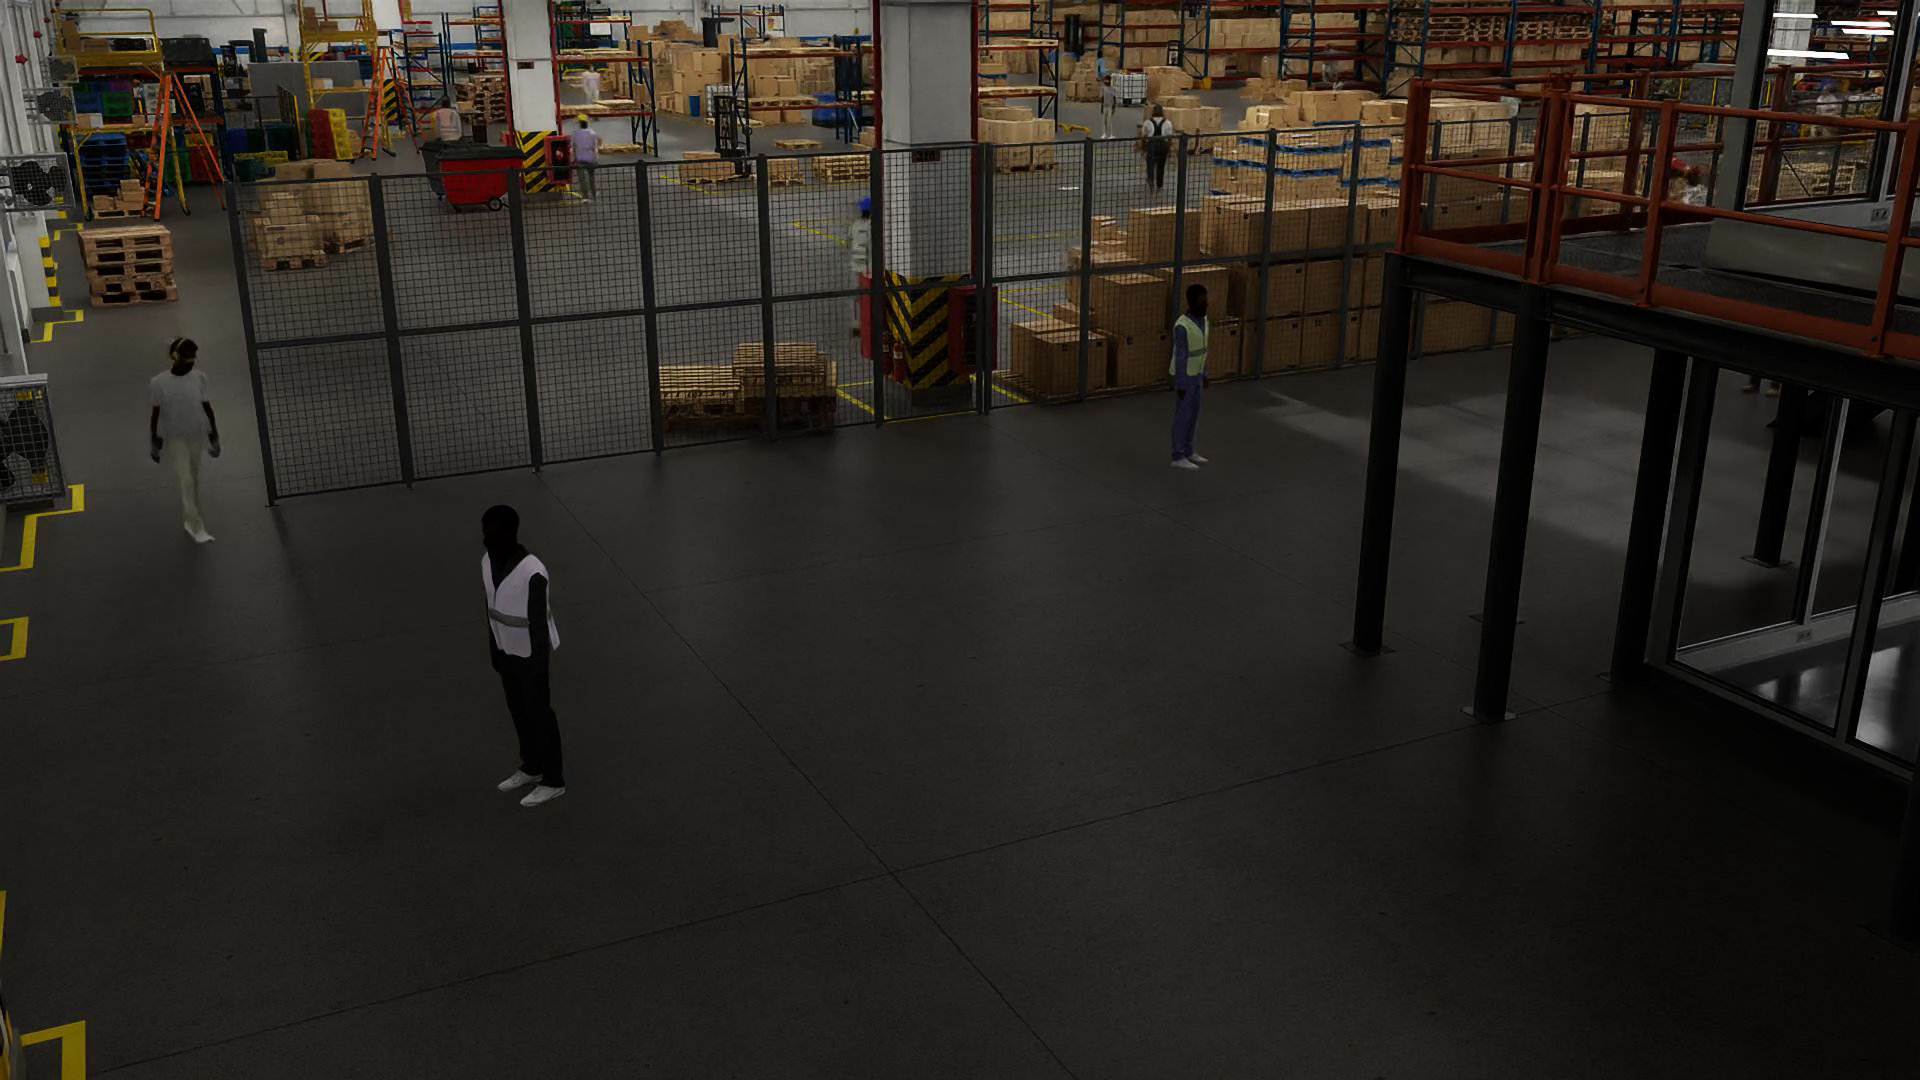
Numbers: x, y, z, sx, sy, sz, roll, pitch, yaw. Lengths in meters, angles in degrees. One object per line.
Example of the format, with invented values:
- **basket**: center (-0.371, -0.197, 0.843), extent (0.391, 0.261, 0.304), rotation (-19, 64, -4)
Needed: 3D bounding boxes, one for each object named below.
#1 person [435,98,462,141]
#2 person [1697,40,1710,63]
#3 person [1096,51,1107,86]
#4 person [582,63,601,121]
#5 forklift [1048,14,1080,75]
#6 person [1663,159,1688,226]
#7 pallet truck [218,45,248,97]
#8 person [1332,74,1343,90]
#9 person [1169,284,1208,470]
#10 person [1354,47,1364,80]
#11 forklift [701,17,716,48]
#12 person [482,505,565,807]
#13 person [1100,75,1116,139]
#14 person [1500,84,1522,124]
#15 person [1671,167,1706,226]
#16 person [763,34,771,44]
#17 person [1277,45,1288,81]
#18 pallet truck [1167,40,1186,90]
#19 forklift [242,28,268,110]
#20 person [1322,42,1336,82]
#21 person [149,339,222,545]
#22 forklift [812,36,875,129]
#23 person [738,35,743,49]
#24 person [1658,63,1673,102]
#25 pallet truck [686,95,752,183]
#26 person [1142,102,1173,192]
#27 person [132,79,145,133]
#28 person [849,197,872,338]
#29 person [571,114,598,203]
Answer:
- **person**: center (-12.816, -10.153, 41.693), extent (0.637, 1.826, 0.696), rotation (4, 19, 10)
- **person**: center (34.314, -22.239, 76.794), extent (0.923, 1.786, 0.611), rotation (-10, 21, -27)
- **person**: center (5.715, -19.131, 67.991), extent (0.887, 1.643, 0.545), rotation (11, 22, 28)
- **person**: center (-12.292, -14.965, 55.500), extent (0.640, 1.927, 0.669), rotation (-12, 22, -30)
- **forklift**: center (5.198, -23.200, 77.924), extent (1.873, 2.768, 1.129), rotation (-9, 21, -25)
- **person**: center (11.965, -5.395, 27.796), extent (0.560, 1.889, 0.971), rotation (-17, 25, -41)
- **pallet truck**: center (-28.879, -18.665, 66.111), extent (0.823, 1.965, 1.885), rotation (-3, 19, -9)
- **person**: center (12.237, -14.276, 53.945), extent (0.319, 1.629, 0.507), rotation (-6, 20, -18)
- **person**: center (2.340, -1.670, 16.986), extent (0.396, 1.913, 0.591), rotation (11, 22, 30)
- **person**: center (17.179, -20.366, 71.506), extent (0.358, 1.683, 0.540), rotation (-9, 21, -25)
- **forklift**: center (-10.921, -21.323, 72.480), extent (1.873, 2.768, 1.129), rotation (-9, 21, -25)
- **person**: center (-2.669, 0.687, 10.154), extent (0.584, 1.911, 0.391), rotation (16, 25, 39)
- **person**: center (4.437, -12.941, 49.733), extent (0.511, 1.860, 0.325), rotation (14, 24, 36)
- **person**: center (15.843, -12.354, 47.906), extent (0.605, 1.941, 0.800), rotation (3, 19, 8)
- **person**: center (11.816, -5.123, 27.048), extent (0.432, 1.865, 0.579), rotation (2, 19, 5)
- **person**: center (-9.168, -22.926, 78.623), extent (0.983, 1.880, 0.566), rotation (12, 22, 31)
- **person**: center (12.895, -18.840, 66.706), extent (0.376, 1.935, 0.550), rotation (-8, 21, -23)
- **pallet truck**: center (9.045, -19.971, 69.895), extent (0.823, 1.965, 1.885), rotation (-3, 19, -8)
- **forklift**: center (-24.981, -16.906, 59.677), extent (1.873, 2.768, 1.129), rotation (-9, 21, -25)
- **person**: center (15.584, -20.046, 70.234), extent (0.729, 1.918, 0.642), rotation (-17, 25, -40)
- **person**: center (-6.837, -0.857, 14.752), extent (0.556, 1.821, 0.893), rotation (-18, 26, -42)
- **forklift**: center (-3.720, -14.590, 52.965), extent (1.873, 2.768, 1.129), rotation (-9, 21, -25)
- **person**: center (-10.339, -22.634, 77.803), extent (0.661, 1.886, 0.994), rotation (5, 20, 15)
- **person**: center (25.056, -16.093, 59.124), extent (0.553, 1.671, 0.683), rotation (13, 23, 32)
- **pallet truck**: center (-5.836, -9.608, 39.856), extent (0.823, 1.965, 1.885), rotation (10, 22, 27)
- **person**: center (4.481, -8.939, 37.849), extent (0.689, 2.000, 0.748), rotation (1, 19, 4)
- **person**: center (-25.378, -13.404, 51.417), extent (0.524, 1.632, 0.321), rotation (6, 20, 17)
- **person**: center (-1.201, -3.810, 23.170), extent (0.644, 1.909, 0.909), rotation (16, 25, 39)
- **person**: center (-8.185, -8.352, 36.393), extent (0.605, 1.872, 0.994), rotation (-1, 19, -3)
